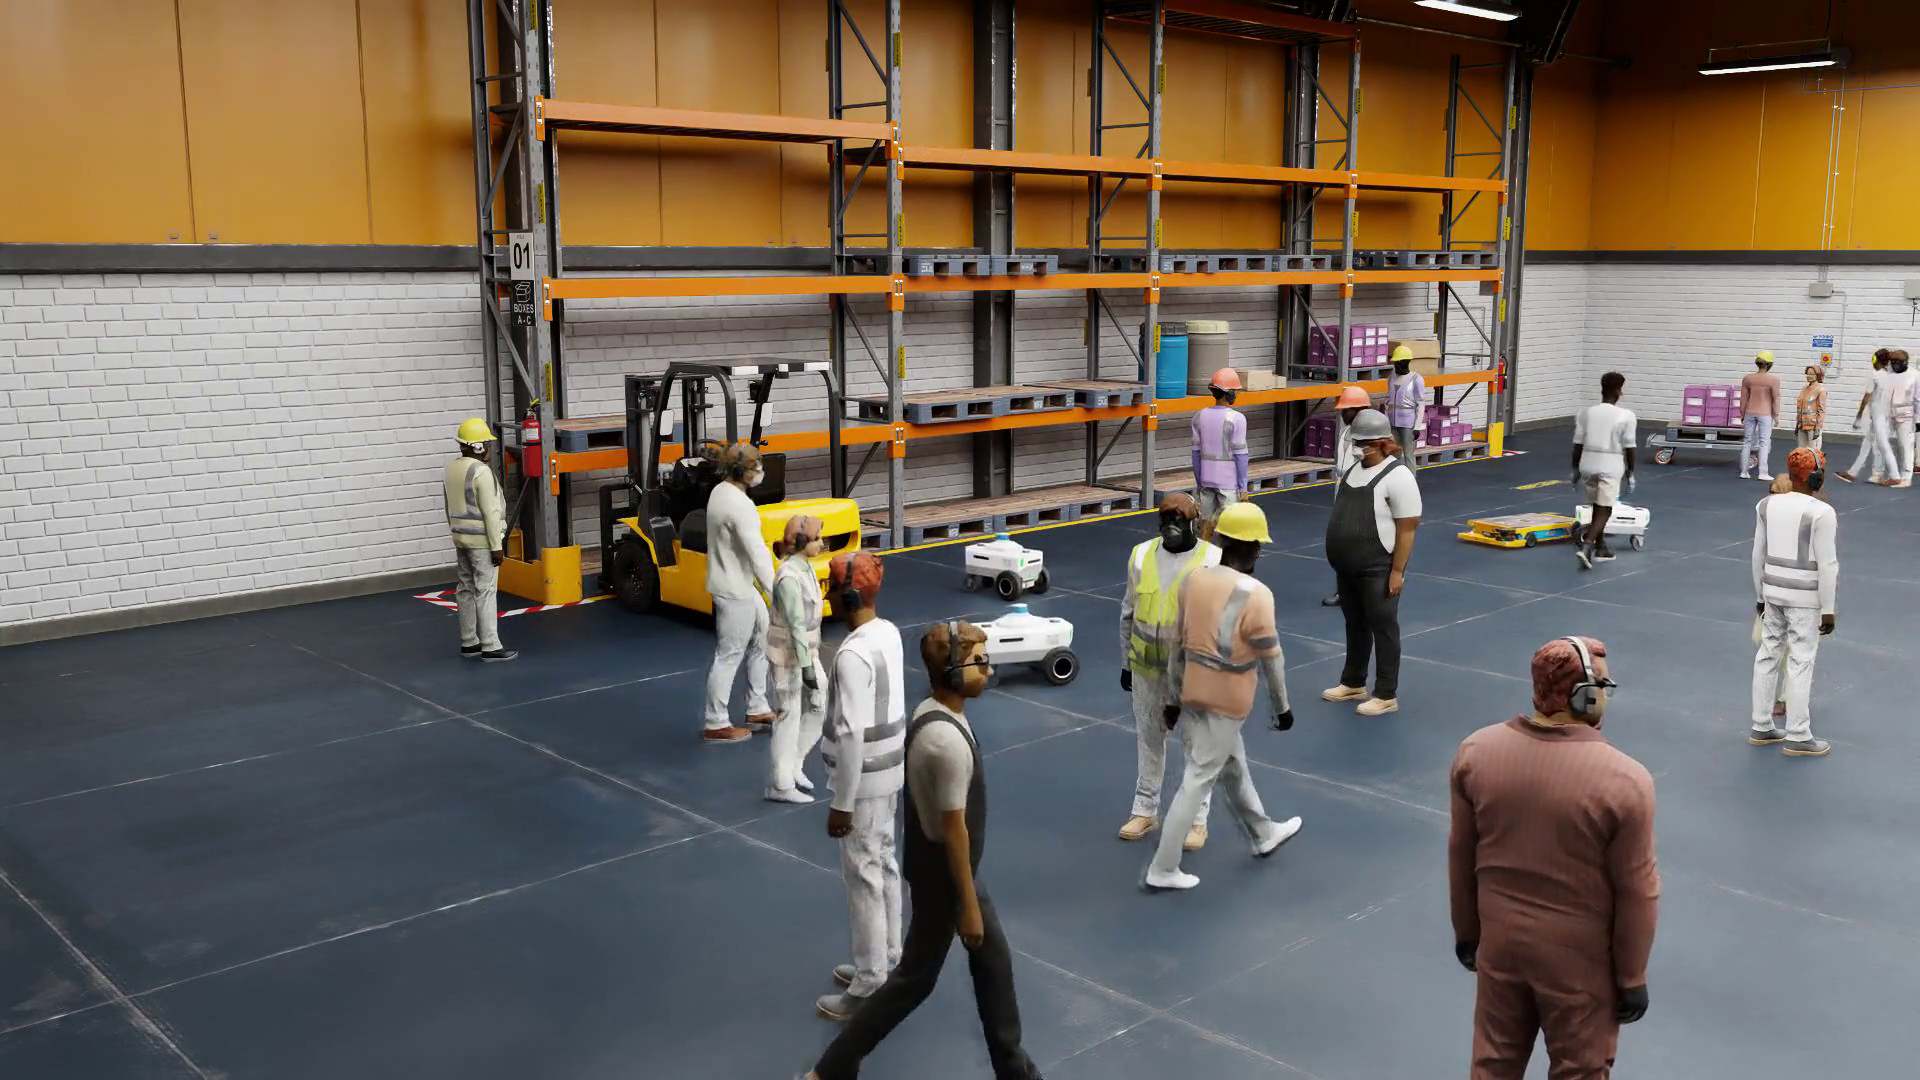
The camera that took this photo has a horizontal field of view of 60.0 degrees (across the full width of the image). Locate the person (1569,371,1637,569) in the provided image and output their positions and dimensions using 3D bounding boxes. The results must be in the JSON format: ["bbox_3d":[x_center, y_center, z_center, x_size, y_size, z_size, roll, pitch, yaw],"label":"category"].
[{"bbox_3d":[6.259,-0.685,16.242,0.949,1.930,0.613,-9,13,-41],"label":"person"}]

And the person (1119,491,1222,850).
[{"bbox_3d":[1.099,0.666,8.566,0.627,1.844,0.429,6,11,30],"label":"person"}]

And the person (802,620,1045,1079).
[{"bbox_3d":[-0.094,1.163,5.778,0.962,1.808,0.523,0,10,-1],"label":"person"}]

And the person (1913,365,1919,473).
[{"bbox_3d":[13.550,-1.859,23.318,0.520,1.858,0.348,-4,10,-22],"label":"person"}]

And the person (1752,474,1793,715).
[{"bbox_3d":[5.494,0.358,11.020,0.394,1.615,0.533,-2,10,-14],"label":"person"}]

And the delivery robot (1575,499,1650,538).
[{"bbox_3d":[6.772,-0.227,17.275,0.707,0.478,0.477,3,10,16],"label":"delivery robot"}]

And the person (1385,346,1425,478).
[{"bbox_3d":[5.510,-1.460,20.762,0.384,1.924,0.594,-6,11,-31],"label":"person"}]

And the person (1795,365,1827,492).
[{"bbox_3d":[10.964,-1.438,21.459,0.308,1.645,0.514,-1,10,-5],"label":"person"}]

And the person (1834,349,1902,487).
[{"bbox_3d":[12.119,-1.619,22.042,0.532,1.812,0.903,-7,12,-35],"label":"person"}]

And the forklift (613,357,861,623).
[{"bbox_3d":[-1.847,-0.414,13.852,1.214,2.155,2.313,-9,13,-42],"label":"forklift"}]

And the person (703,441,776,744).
[{"bbox_3d":[-1.281,0.333,10.314,0.752,1.904,0.637,-3,10,-16],"label":"person"}]

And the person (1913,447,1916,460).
[{"bbox_3d":[14.001,-1.862,23.966,0.536,1.649,0.824,-1,10,-3],"label":"person"}]

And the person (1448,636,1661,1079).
[{"bbox_3d":[1.812,1.230,5.084,0.400,1.905,0.643,-9,13,-42],"label":"person"}]

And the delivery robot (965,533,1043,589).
[{"bbox_3d":[0.389,0.178,14.906,0.707,0.478,0.477,8,13,40],"label":"delivery robot"}]

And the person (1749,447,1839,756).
[{"bbox_3d":[5.104,0.371,10.169,0.355,1.883,0.573,-4,10,-21],"label":"person"}]

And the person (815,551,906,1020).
[{"bbox_3d":[-0.385,0.971,6.682,0.346,1.879,0.572,2,10,11],"label":"person"}]

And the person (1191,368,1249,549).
[{"bbox_3d":[2.348,-0.516,14.895,0.374,2.044,0.605,-8,13,-40],"label":"person"}]

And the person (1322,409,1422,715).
[{"bbox_3d":[2.694,0.137,11.078,0.536,2.000,0.688,-4,10,-21],"label":"person"}]

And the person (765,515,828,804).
[{"bbox_3d":[-0.889,0.664,9.206,0.394,1.624,0.533,2,10,10],"label":"person"}]

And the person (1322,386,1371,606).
[{"bbox_3d":[3.353,-0.346,14.211,0.373,1.934,0.551,-4,10,-21],"label":"person"}]

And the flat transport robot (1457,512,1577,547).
[{"bbox_3d":[6.062,-0.119,17.747,1.431,0.197,0.652,-6,11,-31],"label":"flat transport robot"}]

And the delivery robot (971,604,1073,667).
[{"bbox_3d":[0.431,0.698,11.864,0.707,0.478,0.477,-3,10,-17],"label":"delivery robot"}]

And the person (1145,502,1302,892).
[{"bbox_3d":[1.314,0.745,8.024,1.045,1.862,0.586,-5,11,-28],"label":"person"}]

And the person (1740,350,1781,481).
[{"bbox_3d":[10.862,-1.689,22.578,0.330,1.765,0.533,-8,12,-38],"label":"person"}]

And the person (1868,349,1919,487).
[{"bbox_3d":[12.372,-1.603,21.935,0.435,1.819,0.654,-8,12,-38],"label":"person"}]

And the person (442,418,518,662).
[{"bbox_3d":[-3.611,-0.001,12.491,0.589,1.834,0.403,9,13,41],"label":"person"}]
